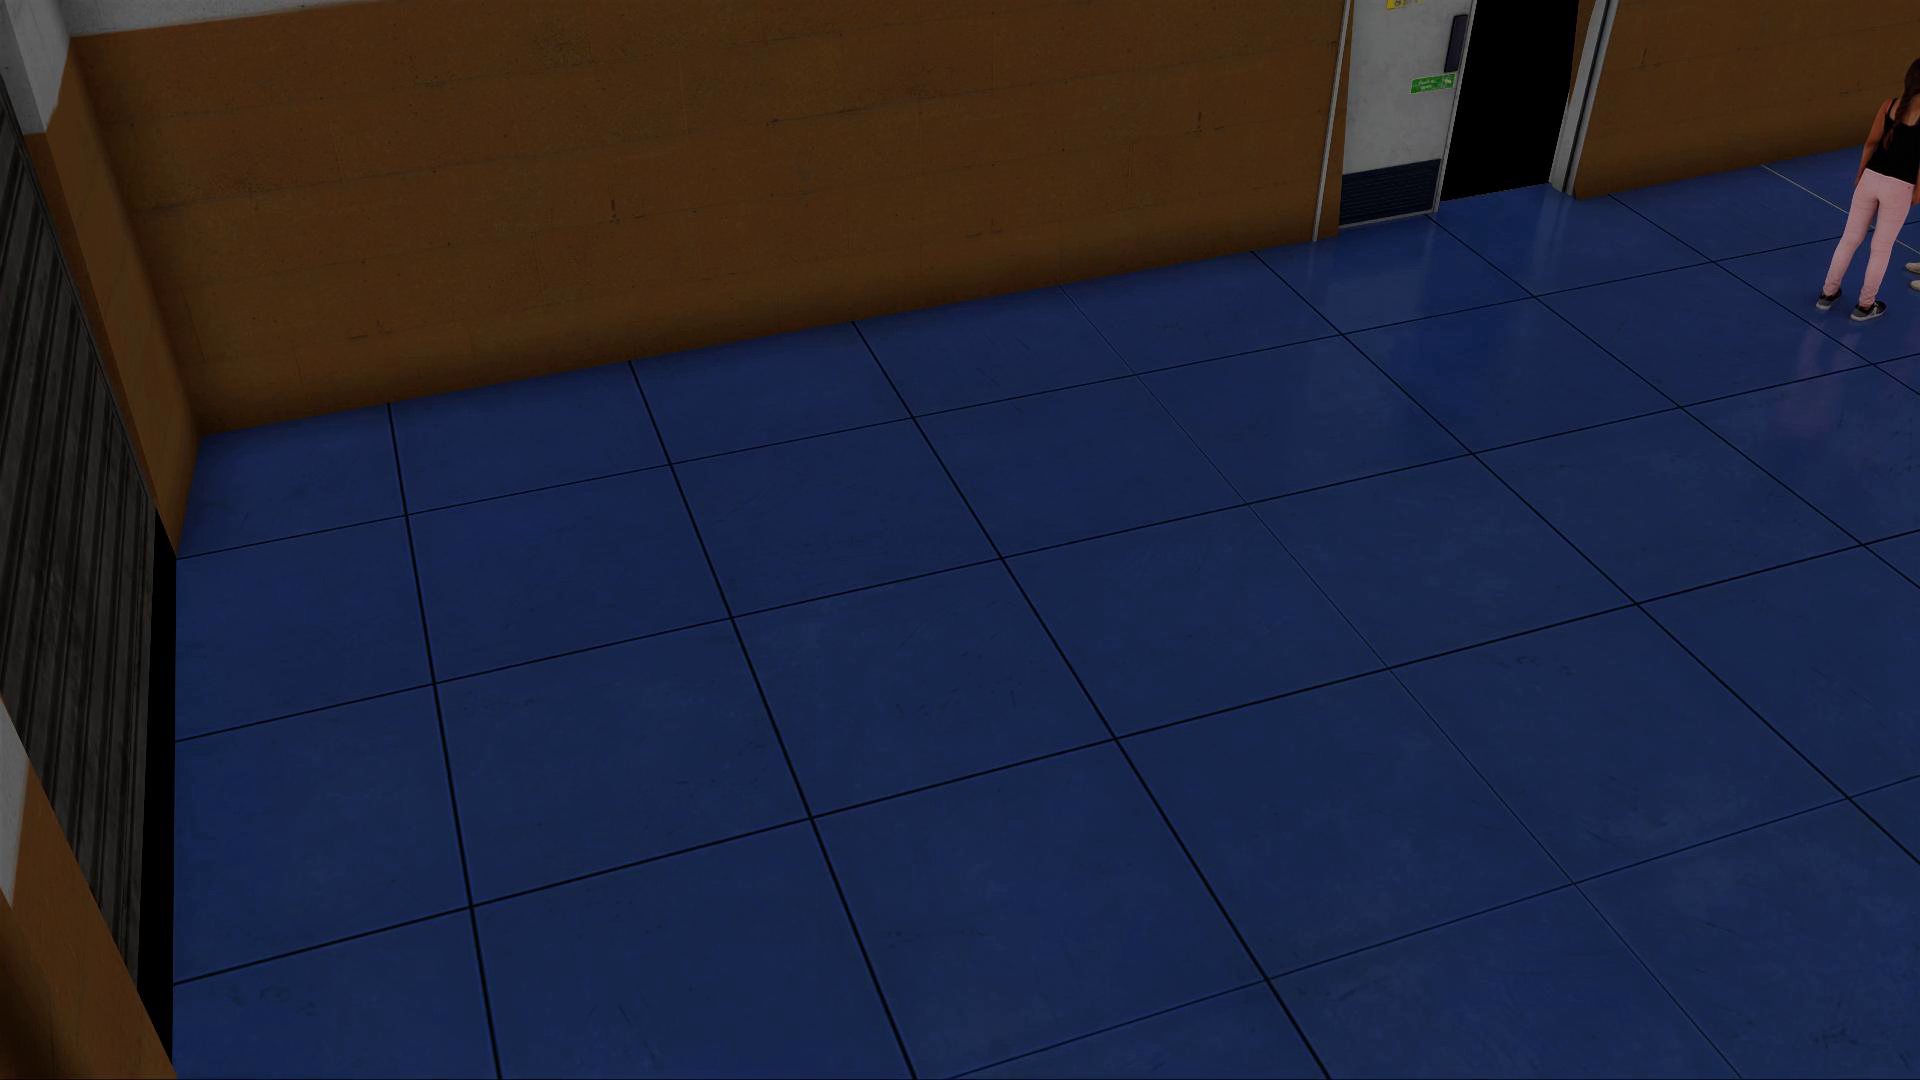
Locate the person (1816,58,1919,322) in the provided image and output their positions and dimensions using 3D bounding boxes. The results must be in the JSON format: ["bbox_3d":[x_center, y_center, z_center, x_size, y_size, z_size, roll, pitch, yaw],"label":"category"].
[{"bbox_3d":[5.312,-2.020,9.537,0.657,1.564,0.539,-27,45,-31],"label":"person"}]
